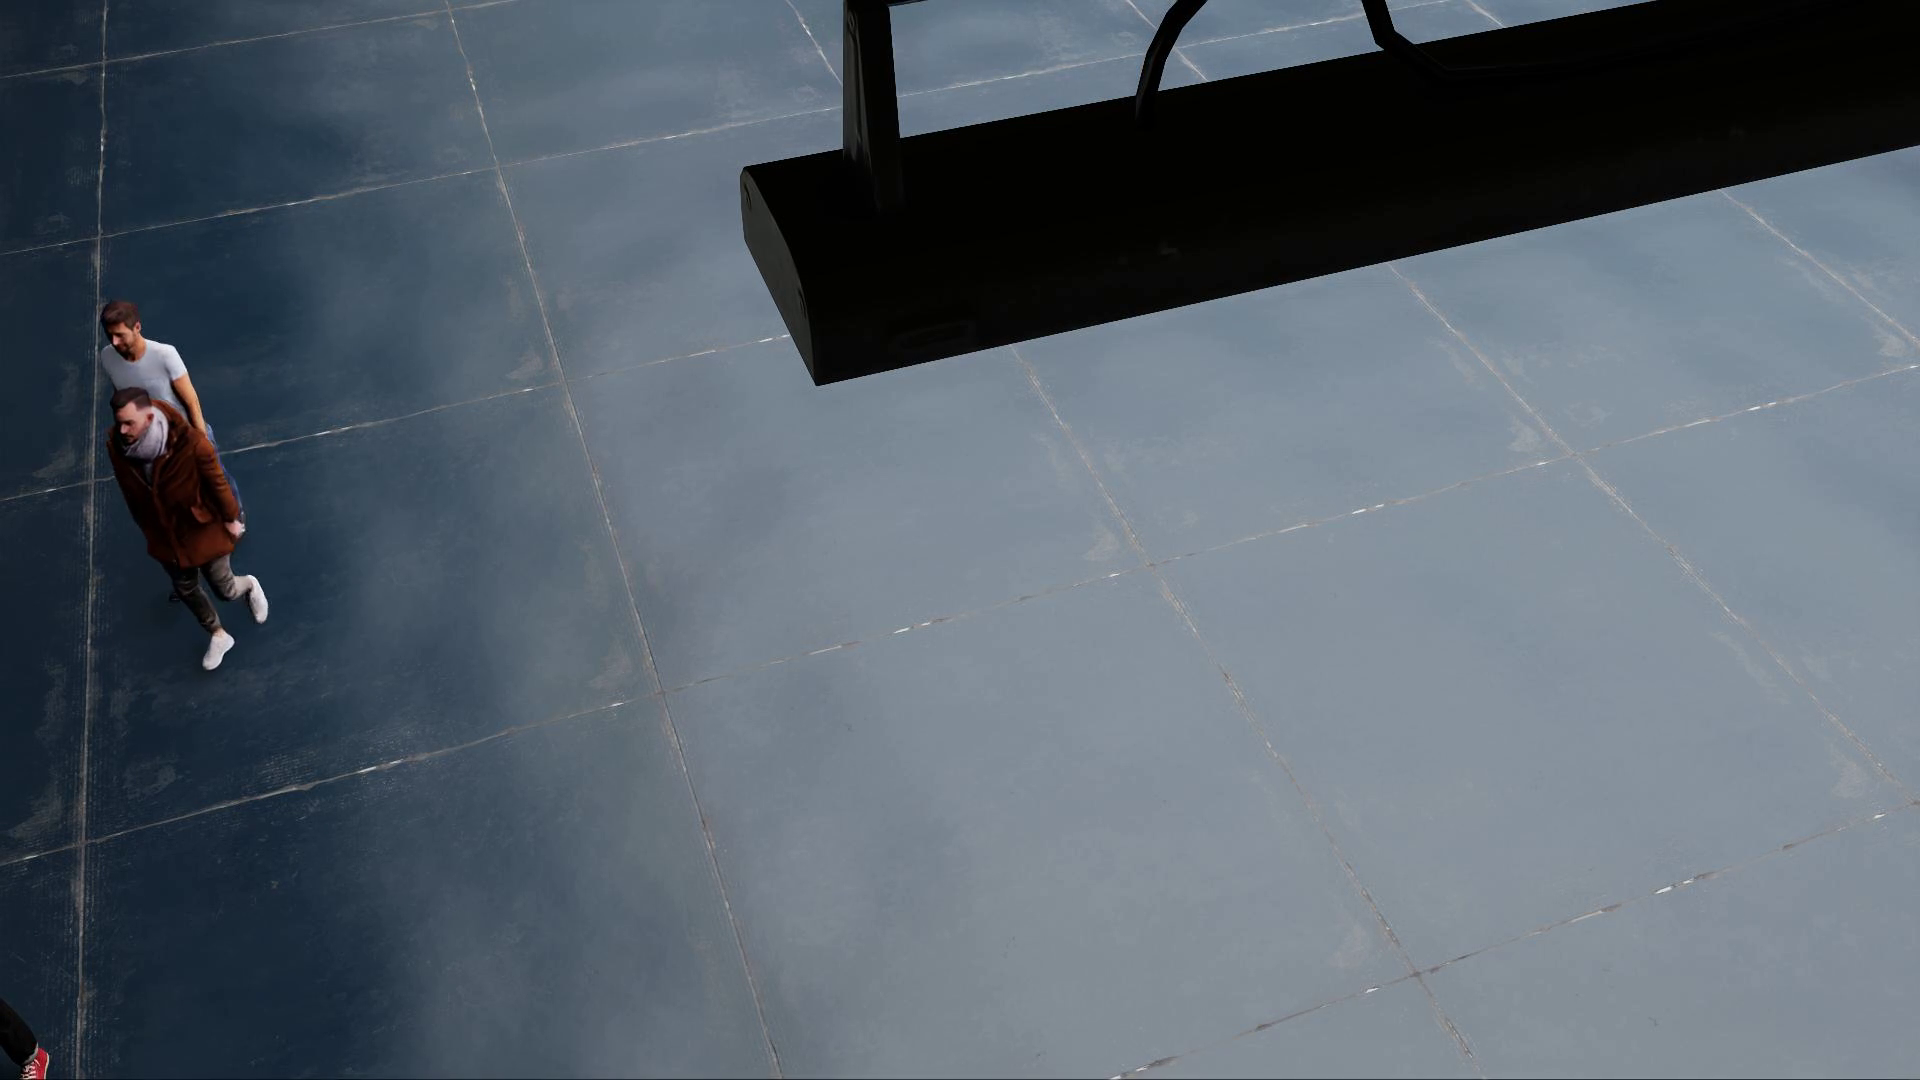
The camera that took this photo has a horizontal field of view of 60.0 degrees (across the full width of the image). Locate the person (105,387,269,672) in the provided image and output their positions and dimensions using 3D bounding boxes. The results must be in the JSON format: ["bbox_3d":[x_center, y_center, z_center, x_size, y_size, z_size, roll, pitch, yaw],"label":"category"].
[{"bbox_3d":[-4.127,-0.112,8.934,0.858,1.826,0.930,-1,43,-1],"label":"person"}]

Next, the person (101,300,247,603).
[{"bbox_3d":[-4.434,-0.636,9.493,0.858,1.829,1.181,-3,43,-4],"label":"person"}]
